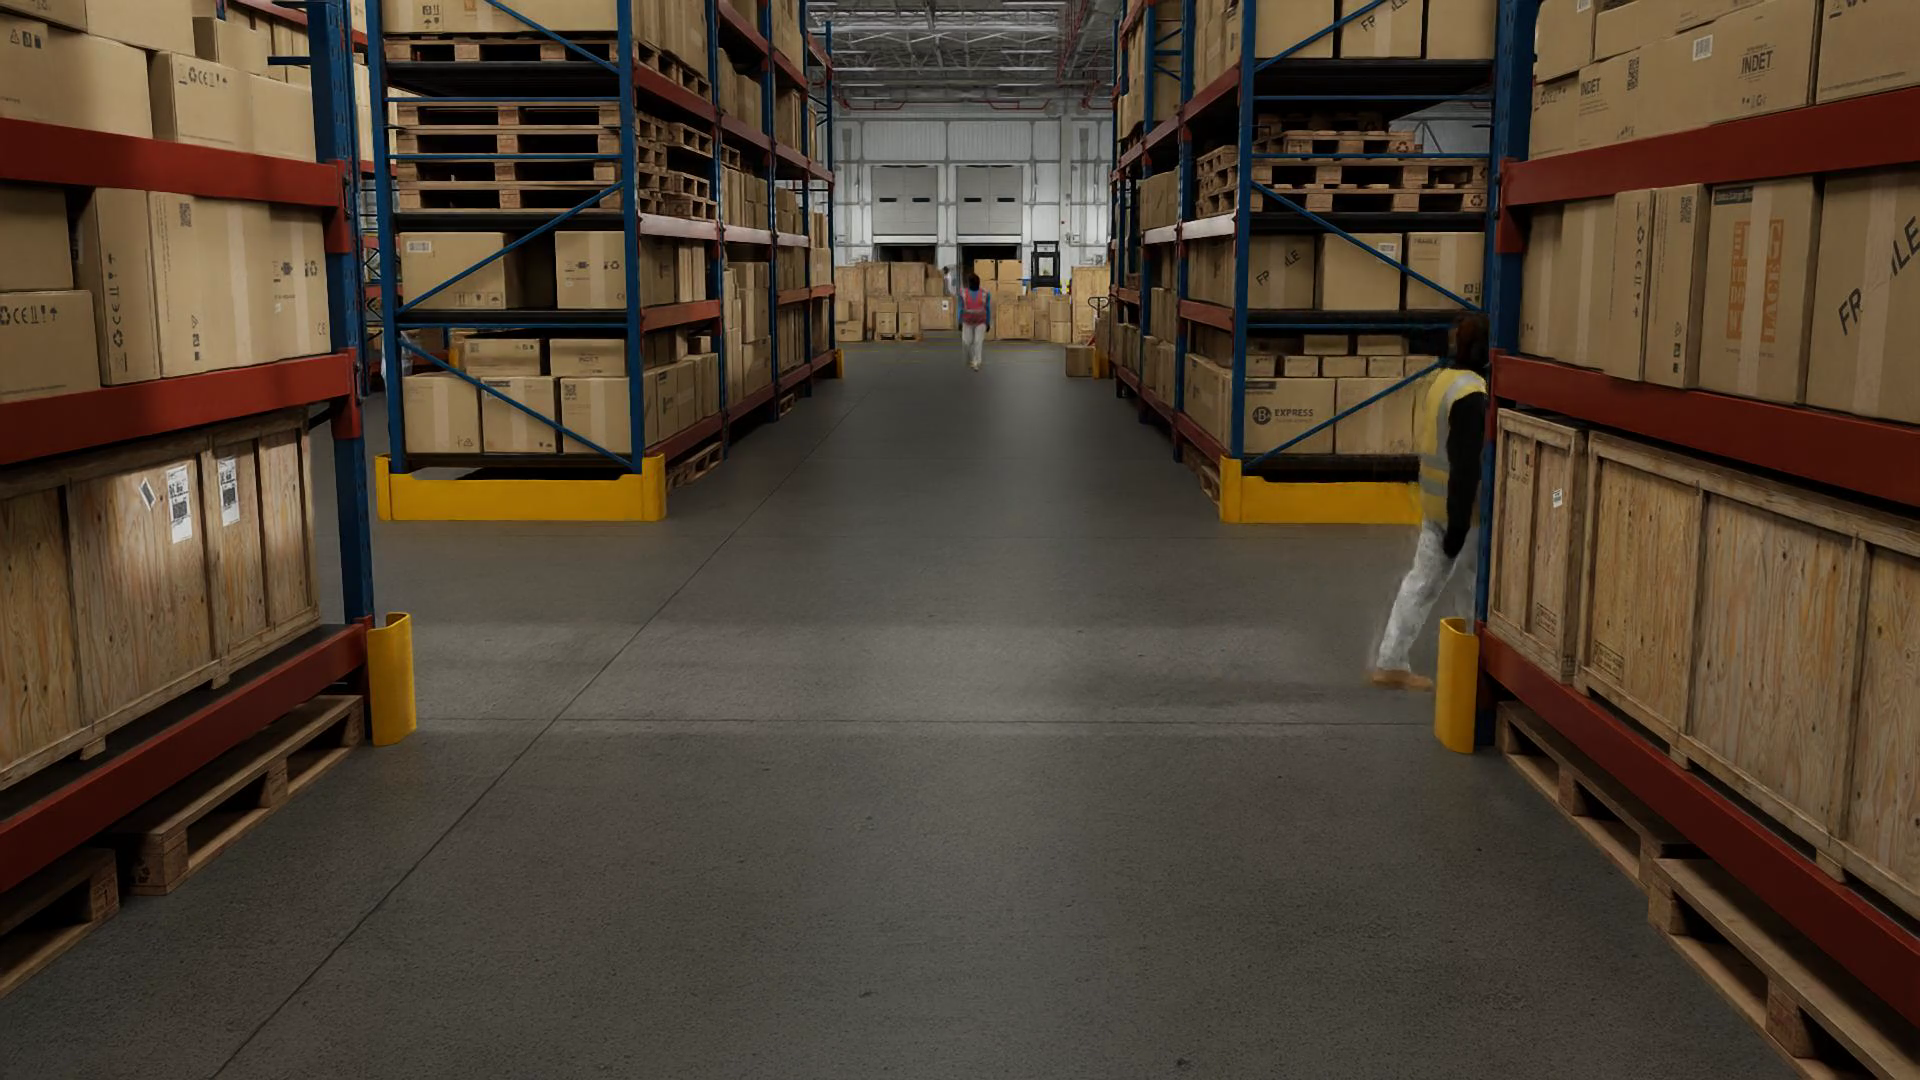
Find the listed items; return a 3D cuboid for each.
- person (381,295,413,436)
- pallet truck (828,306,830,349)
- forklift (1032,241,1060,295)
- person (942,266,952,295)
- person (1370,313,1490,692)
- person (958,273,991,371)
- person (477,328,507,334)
[{"bbox_3d":[-5.807,-1.682,17.170,0.318,1.700,0.535,-3,10,-16],"label":"person"},{"bbox_3d":[-3.100,-3.940,29.800,1.885,1.965,0.823,3,10,19],"label":"pallet truck"},{"bbox_3d":[3.177,-9.688,61.592,1.129,2.768,1.873,0,9,1],"label":"forklift"},{"bbox_3d":[-0.394,-8.316,56.245,0.762,1.916,0.635,-1,10,-5],"label":"person"},{"bbox_3d":[2.384,-0.144,7.687,0.943,1.793,0.624,0,9,2],"label":"person"},{"bbox_3d":[0.269,-4.058,31.034,0.628,1.829,0.447,0,9,1],"label":"person"},{"bbox_3d":[-7.884,-3.605,27.978,0.546,1.936,0.363,0,9,3],"label":"person"}]
